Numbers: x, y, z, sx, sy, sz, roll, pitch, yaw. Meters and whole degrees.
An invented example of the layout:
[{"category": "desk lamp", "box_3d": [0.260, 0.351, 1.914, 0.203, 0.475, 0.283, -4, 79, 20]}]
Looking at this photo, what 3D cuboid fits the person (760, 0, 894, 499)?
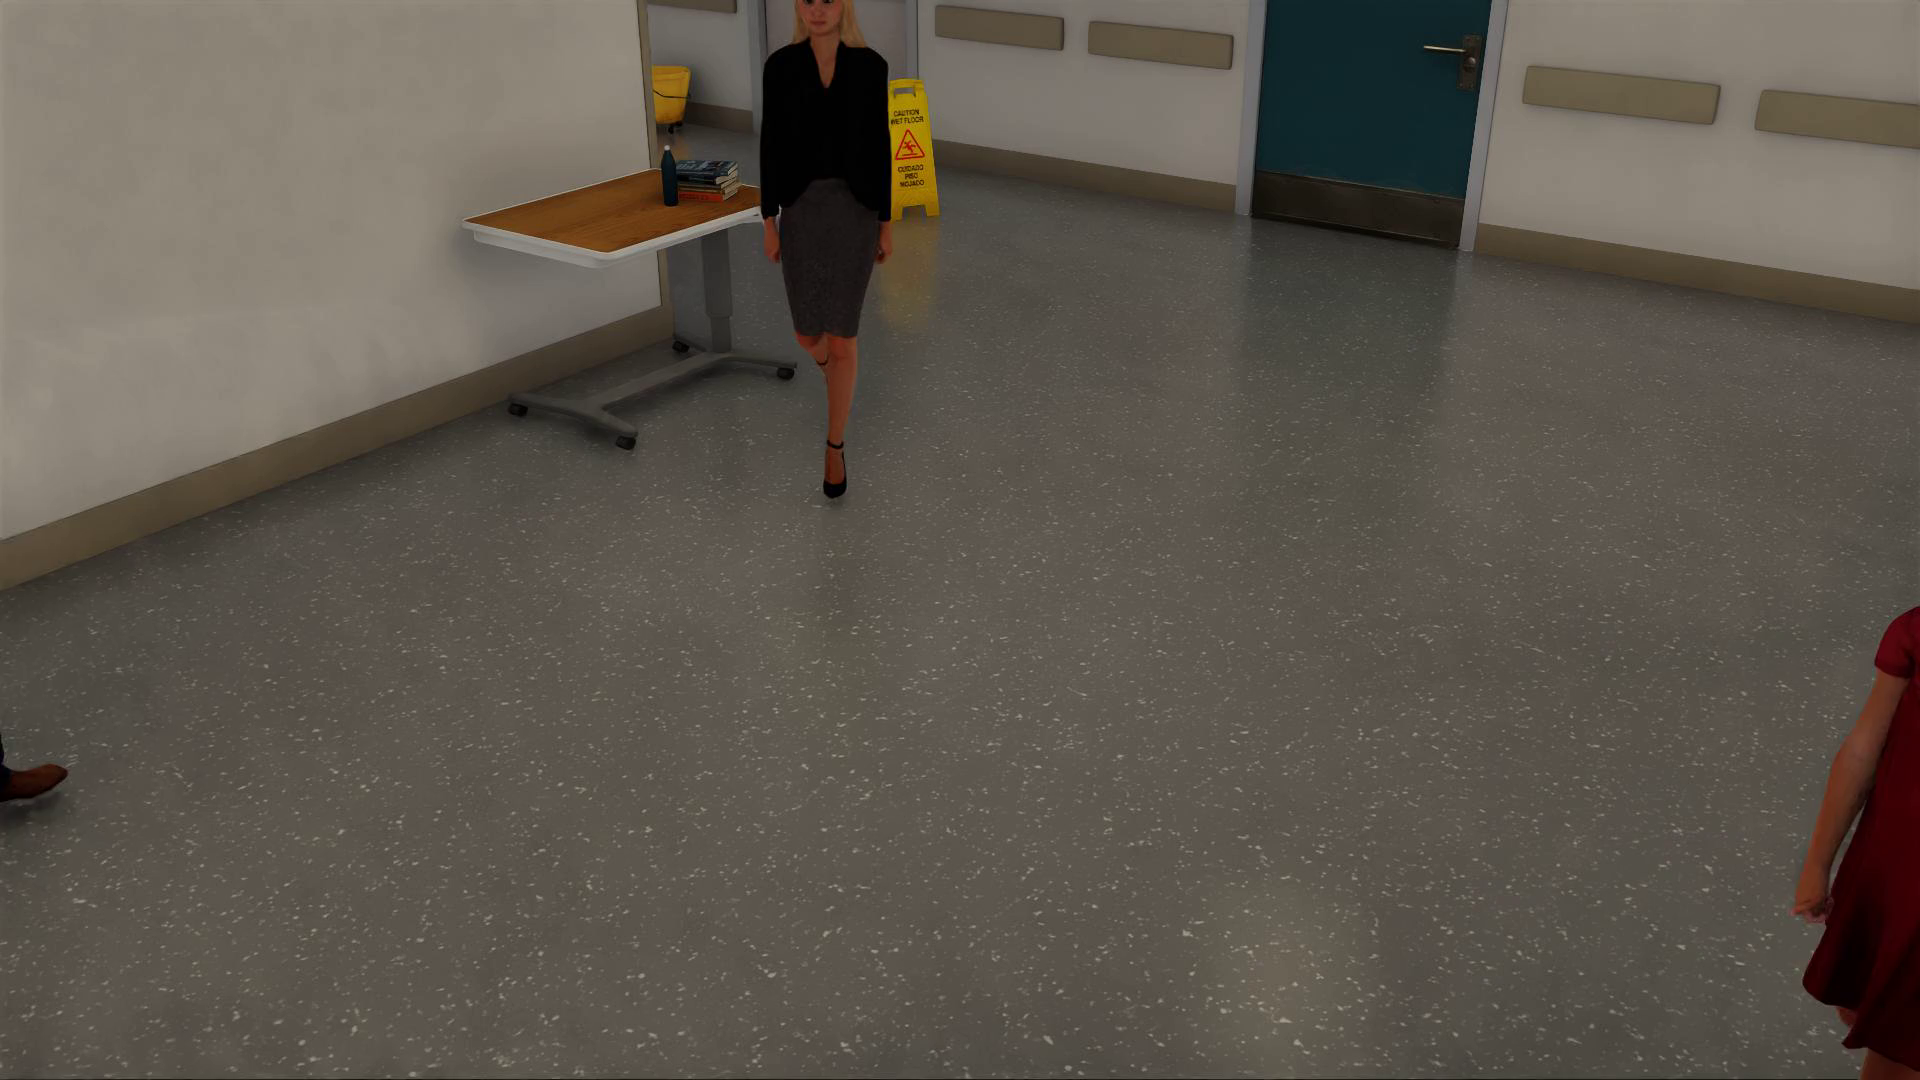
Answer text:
[{"category": "person", "box_3d": [-0.448, -1.079, 5.858, 0.997, 1.825, 0.995, -1, 26, -2]}]
